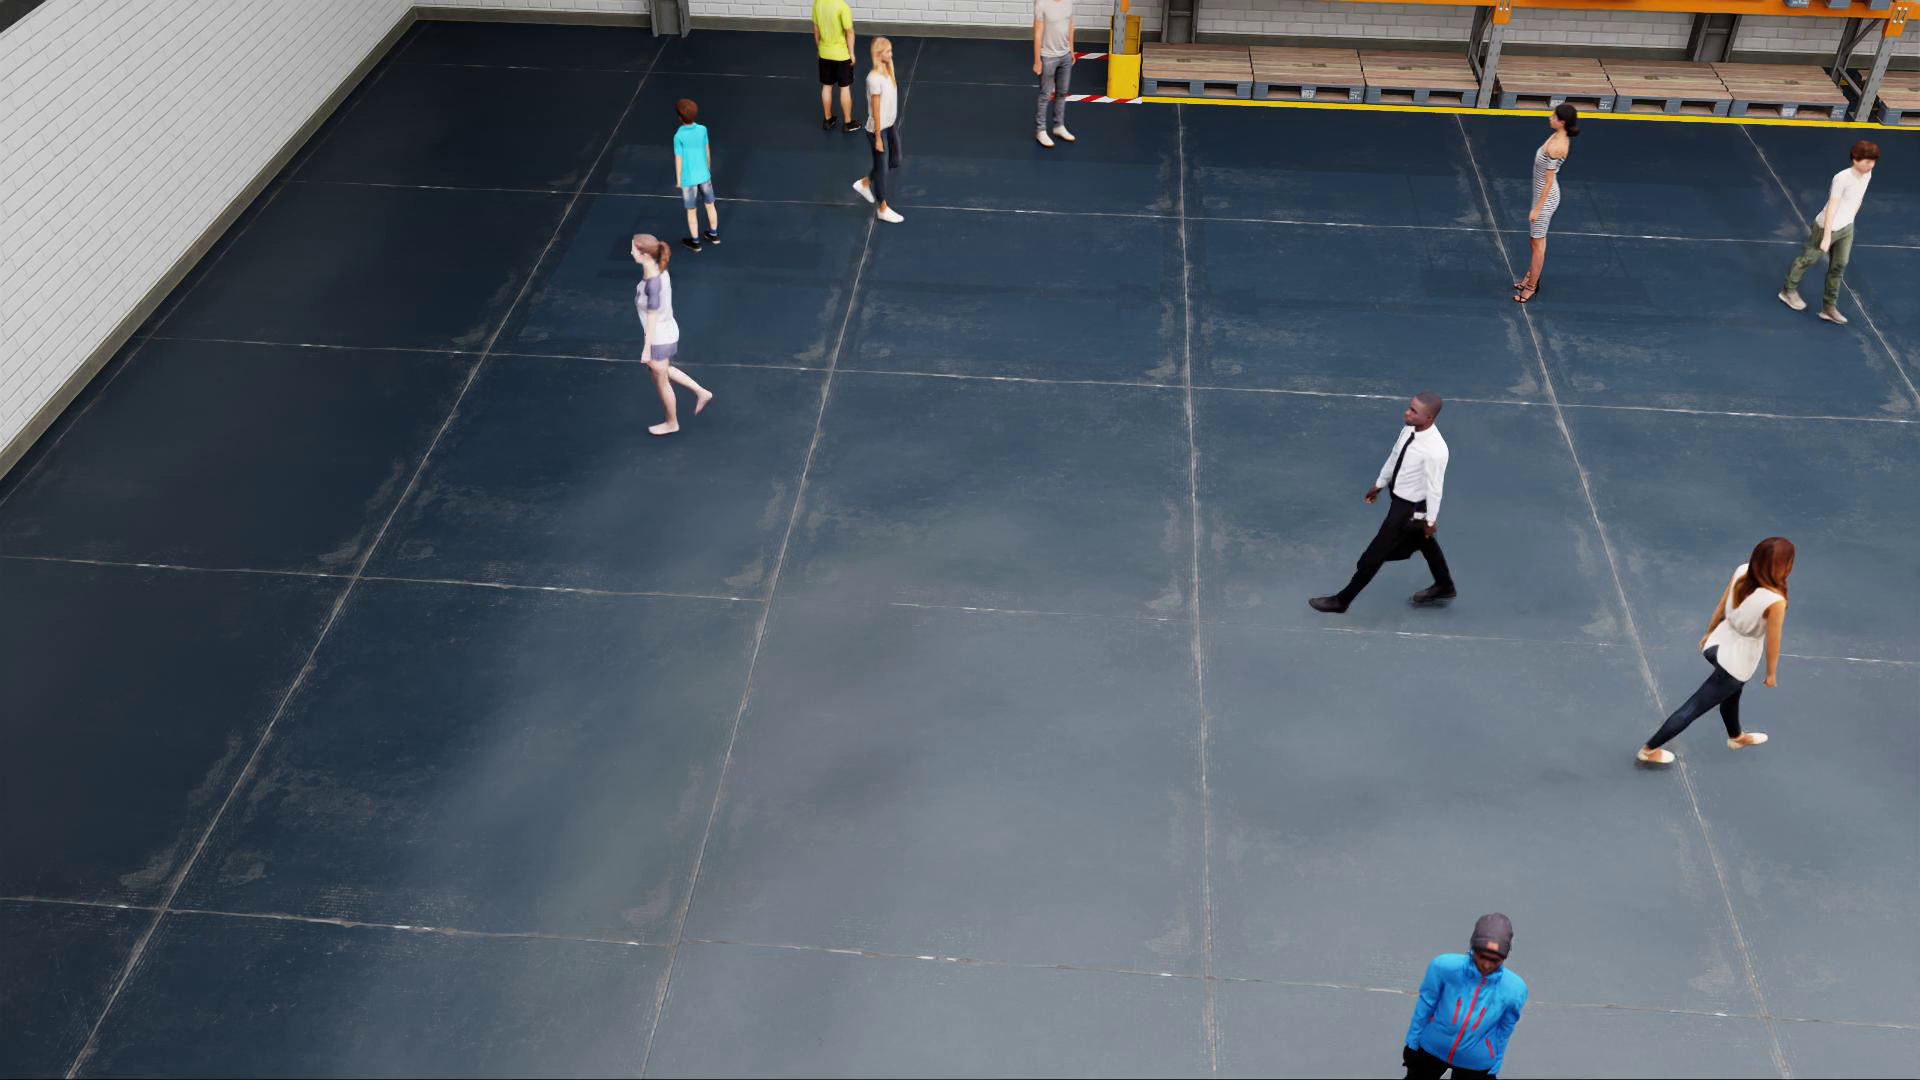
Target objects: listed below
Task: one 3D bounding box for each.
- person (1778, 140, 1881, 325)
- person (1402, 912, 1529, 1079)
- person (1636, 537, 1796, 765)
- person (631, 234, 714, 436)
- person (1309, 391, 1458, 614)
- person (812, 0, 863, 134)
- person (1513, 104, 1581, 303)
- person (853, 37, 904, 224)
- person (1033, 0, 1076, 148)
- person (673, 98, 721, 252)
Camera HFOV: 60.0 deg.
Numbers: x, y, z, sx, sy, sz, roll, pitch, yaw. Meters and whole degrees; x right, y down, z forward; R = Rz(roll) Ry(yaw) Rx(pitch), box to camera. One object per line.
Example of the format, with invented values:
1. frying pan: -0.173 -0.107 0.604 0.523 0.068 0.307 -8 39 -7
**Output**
1. person: 7.470 -2.720 14.347 0.973 1.633 0.934 -15 41 -17
2. person: 2.336 2.383 7.833 0.575 1.789 0.725 13 40 16
3. person: 4.523 0.733 9.944 1.172 1.732 0.796 -6 39 -7
4. person: -2.217 -1.556 12.794 0.785 1.752 0.626 -1 39 -2
5. person: 3.091 -0.220 11.098 1.332 1.781 0.784 -3 39 -3
6. person: -1.297 -5.075 17.236 0.618 1.708 0.753 19 42 22
7. person: 5.081 -2.928 14.456 0.606 1.822 0.651 12 40 15
8. person: -0.825 -3.854 15.633 0.856 1.800 0.720 13 40 16
9. person: 0.947 -4.957 16.945 0.740 1.887 0.810 -25 45 -28
10. person: -2.441 -3.376 15.316 0.584 1.449 0.645 -27 46 -30
